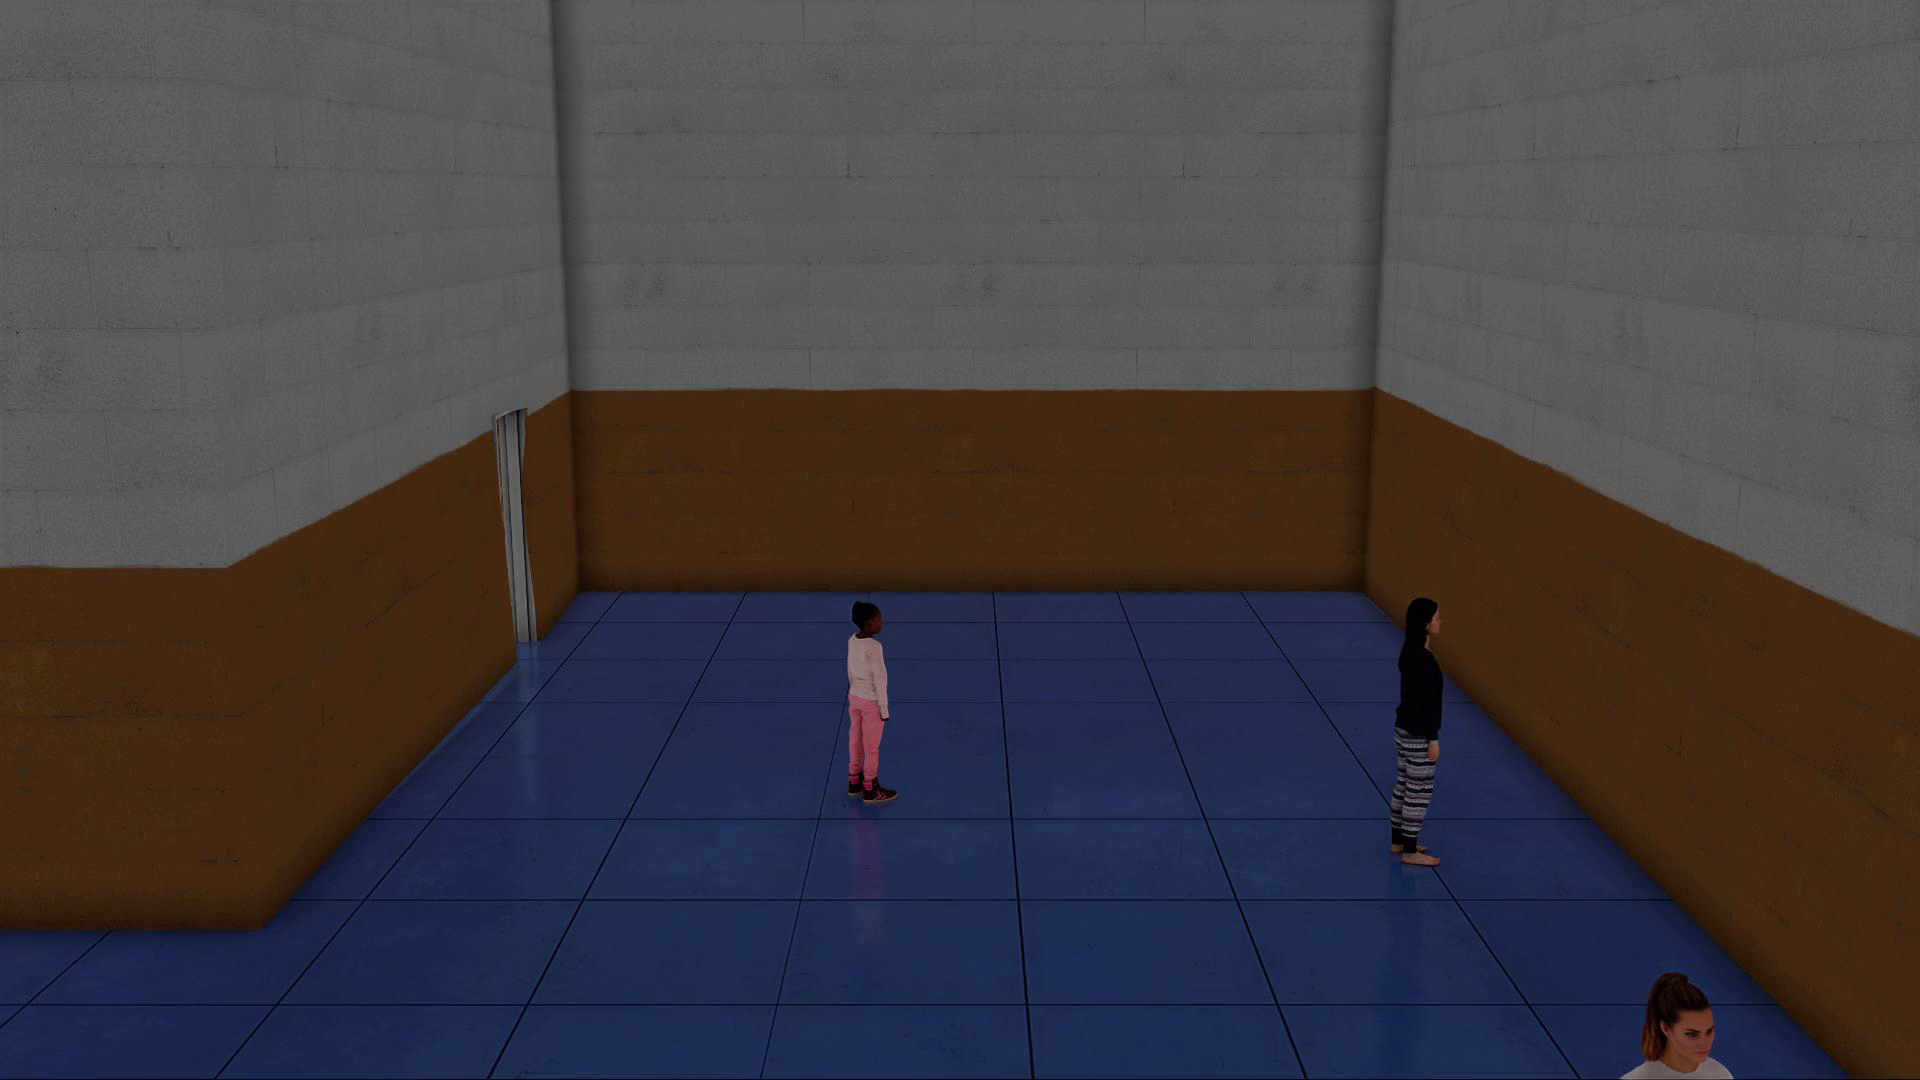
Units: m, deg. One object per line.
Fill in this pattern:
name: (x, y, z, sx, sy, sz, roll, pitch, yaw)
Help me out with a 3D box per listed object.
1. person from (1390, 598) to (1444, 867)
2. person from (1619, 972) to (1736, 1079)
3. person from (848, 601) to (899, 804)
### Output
person: (2.920, 1.210, 10.636, 0.537, 1.735, 0.618, -1, 12, -5)
person: (2.363, 2.282, 5.579, 0.571, 1.720, 0.728, -4, 12, -17)
person: (-0.658, 1.122, 11.757, 0.656, 1.444, 0.623, -9, 15, -36)
